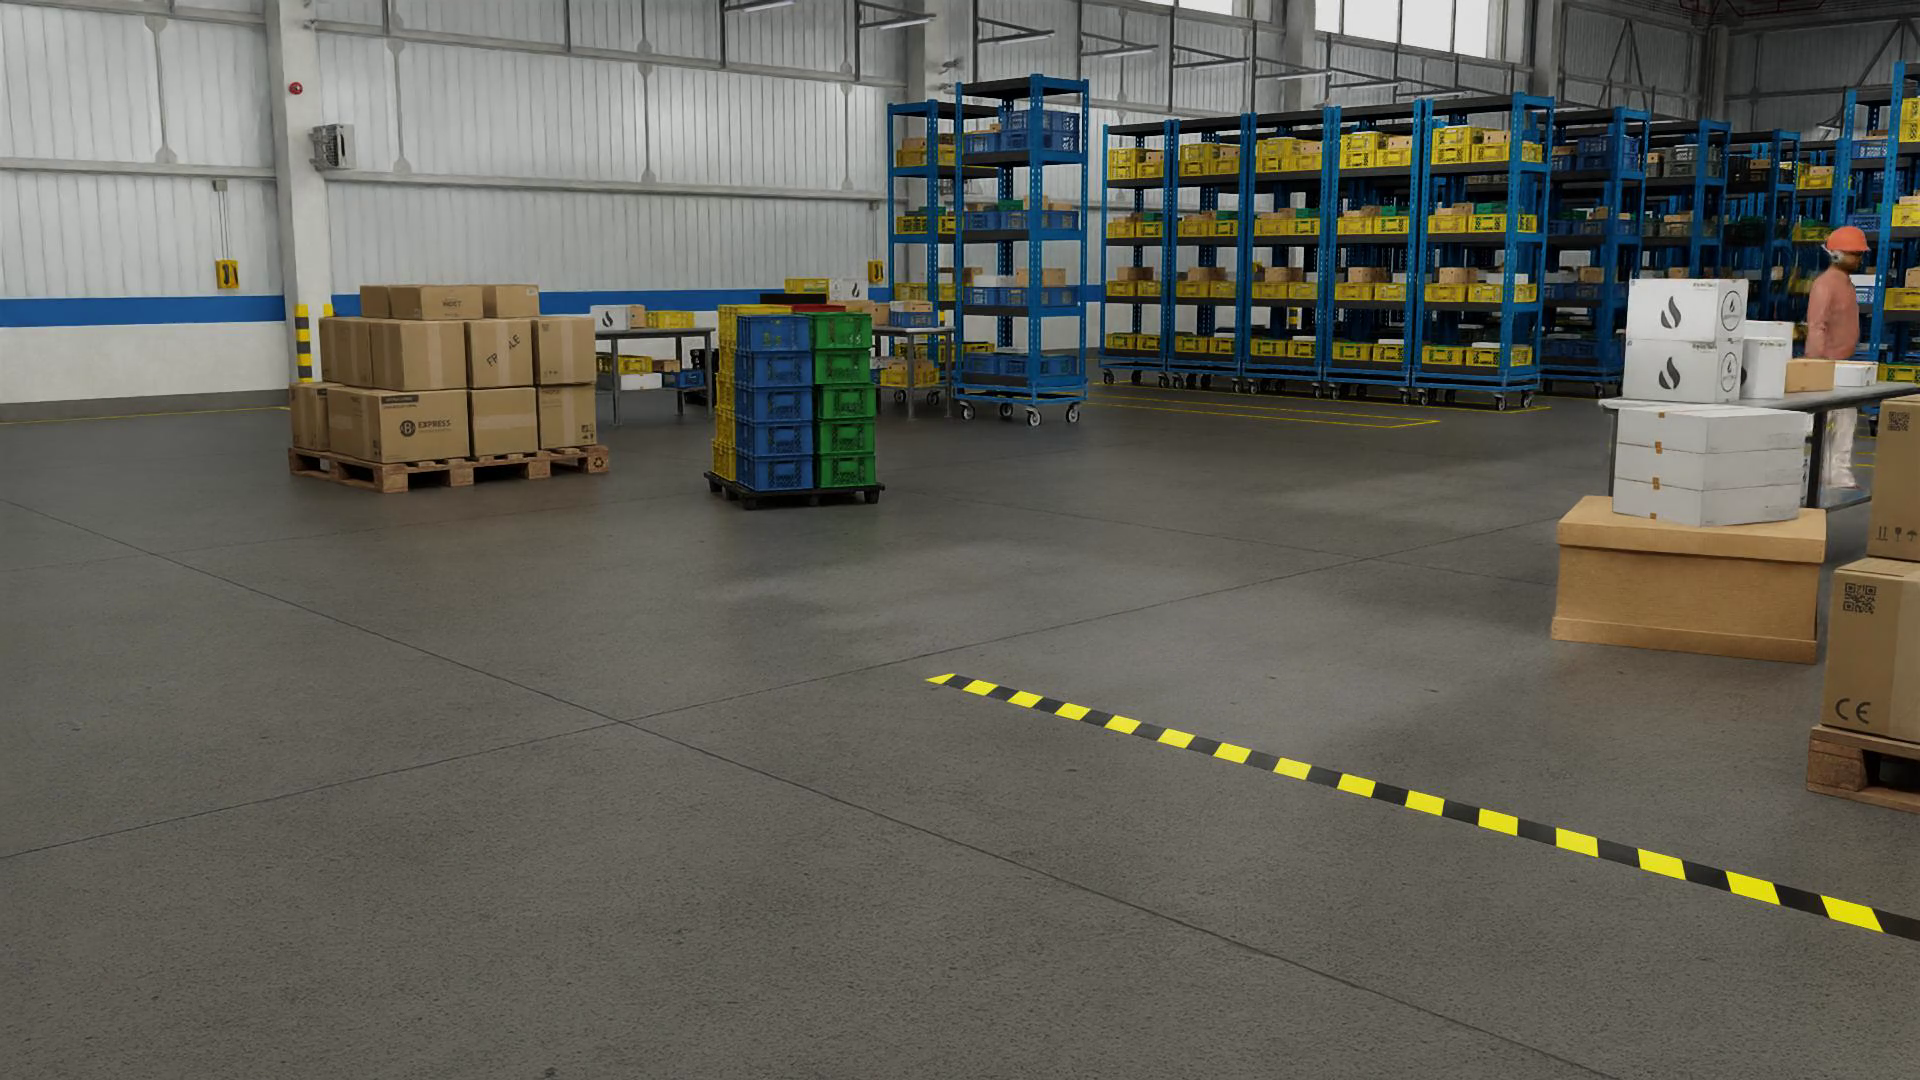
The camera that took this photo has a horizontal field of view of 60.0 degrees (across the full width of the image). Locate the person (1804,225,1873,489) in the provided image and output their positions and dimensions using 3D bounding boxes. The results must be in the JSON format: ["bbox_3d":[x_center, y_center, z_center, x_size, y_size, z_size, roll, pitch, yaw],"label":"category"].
[{"bbox_3d":[6.210,-1.275,12.030,0.627,1.972,0.814,-9,13,-44],"label":"person"}]
